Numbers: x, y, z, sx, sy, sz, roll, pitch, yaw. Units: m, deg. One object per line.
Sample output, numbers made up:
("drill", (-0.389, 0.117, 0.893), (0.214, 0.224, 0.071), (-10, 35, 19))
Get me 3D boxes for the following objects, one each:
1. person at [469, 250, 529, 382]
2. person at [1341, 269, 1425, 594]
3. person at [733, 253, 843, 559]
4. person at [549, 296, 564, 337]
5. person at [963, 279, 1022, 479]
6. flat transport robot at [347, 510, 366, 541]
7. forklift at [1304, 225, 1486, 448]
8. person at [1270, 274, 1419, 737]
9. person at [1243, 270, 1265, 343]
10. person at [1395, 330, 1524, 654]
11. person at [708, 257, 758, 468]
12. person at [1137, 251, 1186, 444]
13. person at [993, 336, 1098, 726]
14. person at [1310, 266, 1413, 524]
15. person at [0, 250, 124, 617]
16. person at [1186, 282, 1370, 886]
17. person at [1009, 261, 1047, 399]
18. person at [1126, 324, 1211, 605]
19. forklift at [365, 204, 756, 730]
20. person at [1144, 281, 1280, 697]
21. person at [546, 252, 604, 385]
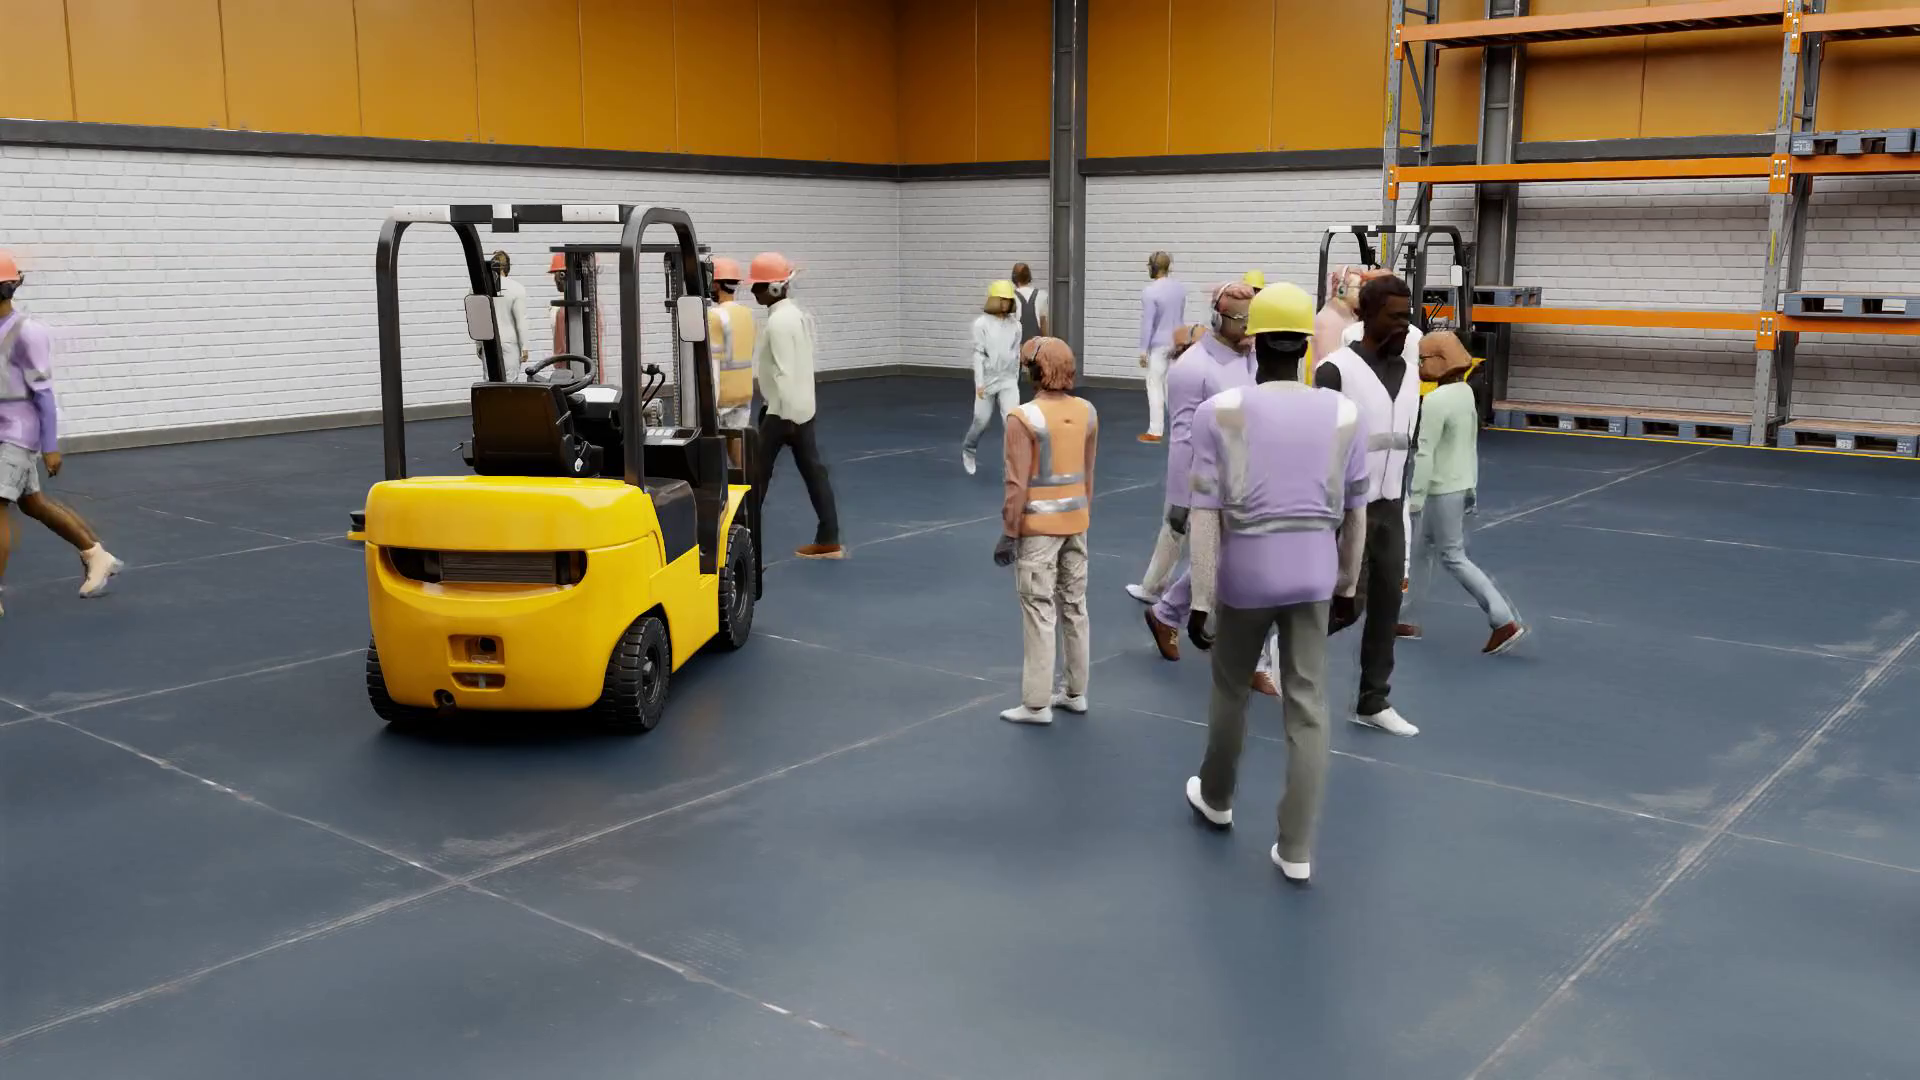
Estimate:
("person", (-4.757, -2.023, 17.235), (0.630, 1.934, 0.364), (2, 11, 14))
("person", (2.395, -0.611, 9.559), (0.354, 1.876, 0.573), (-8, 13, -36))
("person", (-1.217, -0.831, 10.548), (1.011, 1.938, 0.630), (2, 10, 9))
("person", (-3.515, -1.624, 15.315), (0.403, 1.823, 0.596), (4, 11, 22))
("person", (0.290, -1.348, 14.073), (0.482, 1.717, 0.786), (-4, 11, -23))
("flat transport robot", (-3.387, -0.147, 11.420), (1.431, 0.197, 0.652), (0, 10, -2))
("forklift", (4.449, -2.115, 16.993), (1.214, 2.155, 2.313), (8, 13, 38))
("person", (1.635, -0.150, 6.921), (0.609, 1.901, 0.625), (-7, 13, -36))
("person", (2.882, -1.816, 16.616), (0.556, 1.714, 0.861), (0, 10, 2))
("person", (2.453, -0.240, 8.259), (0.805, 1.598, 0.511), (7, 13, 35))
("person", (-1.678, -1.031, 11.755), (0.474, 1.912, 0.572), (6, 12, 28))
("person", (1.986, -1.913, 16.602), (0.443, 1.929, 0.649), (9, 13, 40))
("person", (0.379, -0.032, 7.004), (0.531, 1.638, 0.310), (-10, 14, -43))
("person", (2.657, -0.935, 11.397), (0.985, 1.853, 0.677), (5, 11, 24))
("person", (-5.131, -0.595, 9.111), (0.614, 2.010, 1.010), (7, 12, 35))
("person", (1.013, 0.111, 5.494), (0.611, 1.890, 0.892), (-1, 10, -4))
("person", (0.716, -2.047, 17.695), (0.523, 1.817, 0.869), (-3, 11, -14))
("person", (1.307, -0.367, 8.993), (0.516, 1.584, 0.904), (-8, 13, -37))
("forklift", (-1.766, -0.406, 7.525), (1.214, 2.155, 2.313), (1, 10, 7))
("person", (1.192, -0.262, 7.695), (0.651, 1.866, 0.943), (-9, 14, -41))
("person", (-2.783, -1.104, 11.966), (0.468, 1.981, 0.658), (2, 10, 9))
